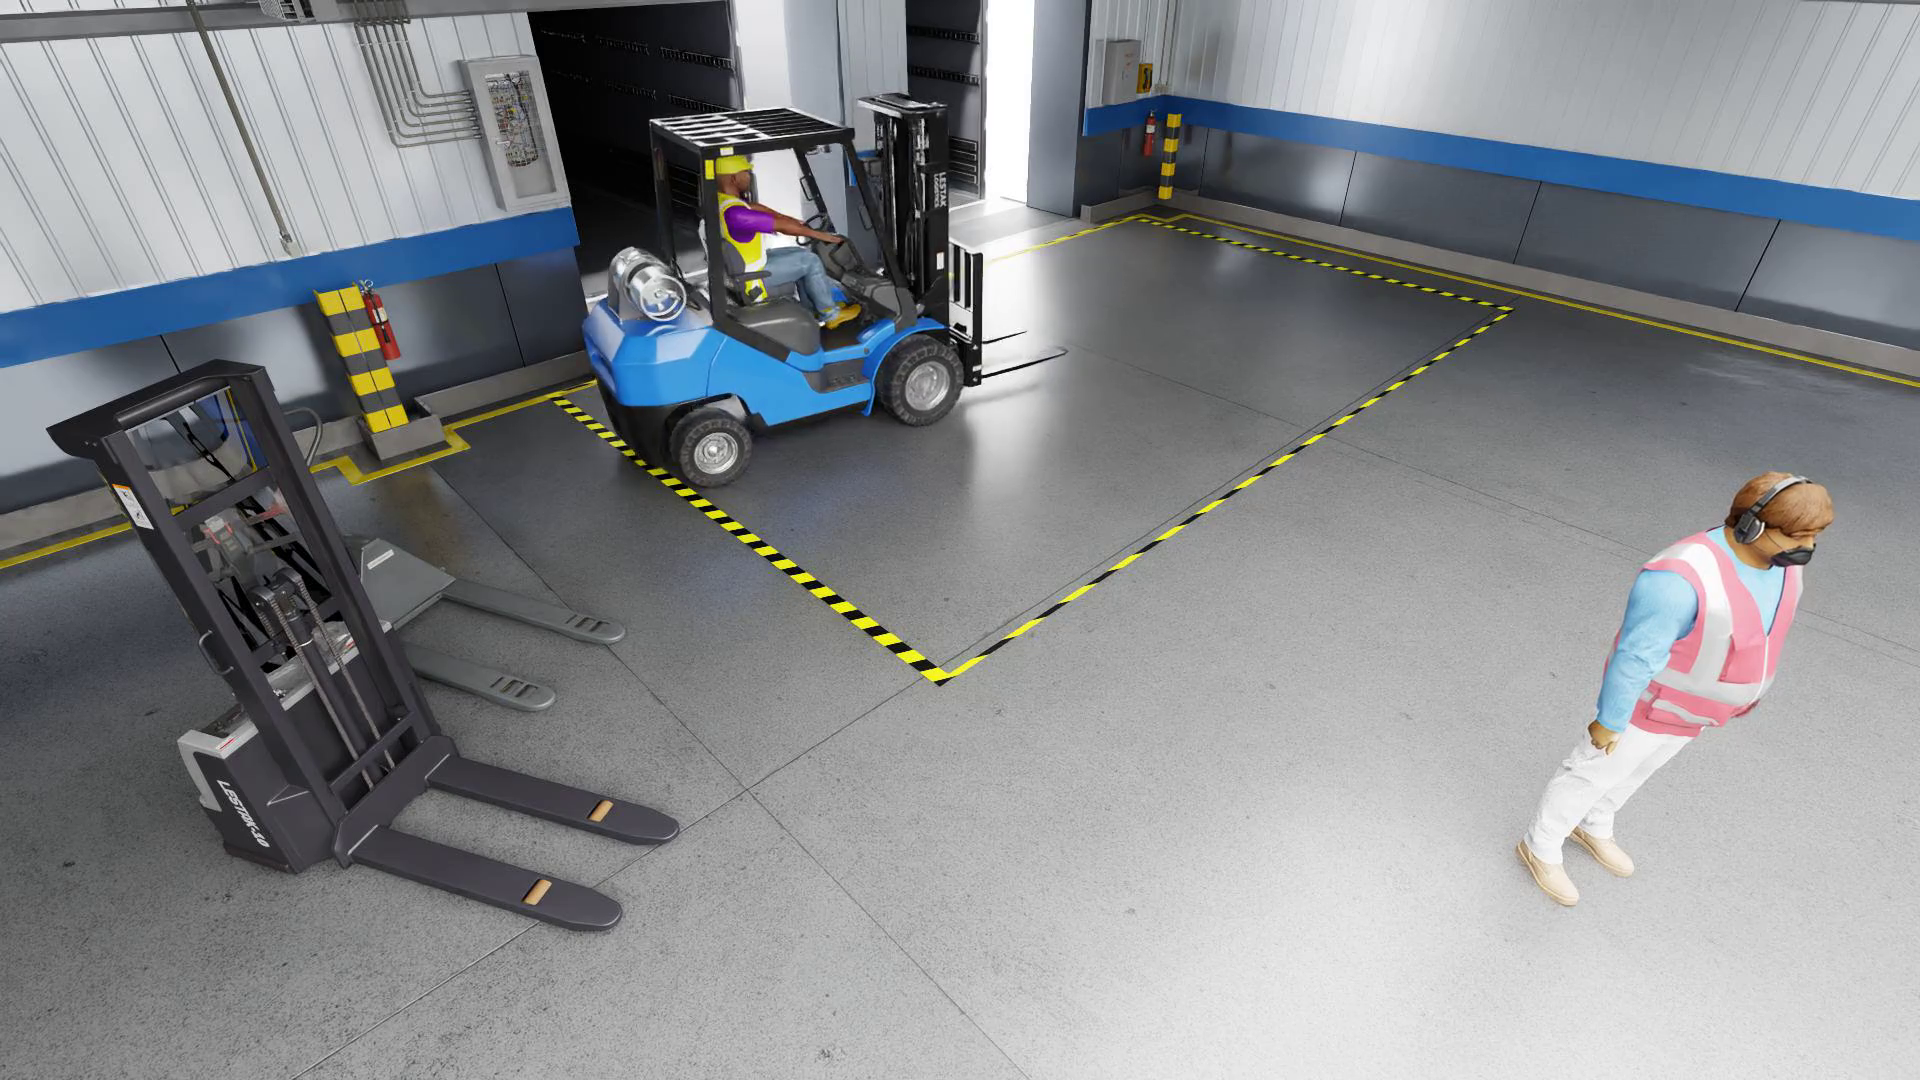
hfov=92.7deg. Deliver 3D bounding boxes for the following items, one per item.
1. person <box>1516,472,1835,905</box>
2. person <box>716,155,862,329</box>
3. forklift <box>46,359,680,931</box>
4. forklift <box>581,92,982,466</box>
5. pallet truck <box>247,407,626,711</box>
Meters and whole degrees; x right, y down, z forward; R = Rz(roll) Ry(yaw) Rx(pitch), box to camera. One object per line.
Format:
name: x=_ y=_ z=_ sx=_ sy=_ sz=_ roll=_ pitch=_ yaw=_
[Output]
person: x=2.521 y=0.571 z=3.271 sx=0.633 sy=1.841 sz=0.429 roll=-13 pitch=36 yaw=-18
person: x=-1.201 y=-2.063 z=6.359 sx=1.004 sy=1.294 sz=0.635 roll=-20 pitch=39 yaw=-26
forklift: x=-2.135 y=0.422 z=3.354 sx=1.885 sy=1.965 sz=0.823 roll=10 pitch=35 yaw=14
forklift: x=-1.255 y=-1.894 z=6.443 sx=2.680 sy=2.036 sz=1.157 roll=-20 pitch=39 yaw=-26
pallet truck: x=-2.628 y=0.038 z=4.590 sx=1.601 sy=1.201 sz=0.680 roll=12 pitch=36 yaw=18
